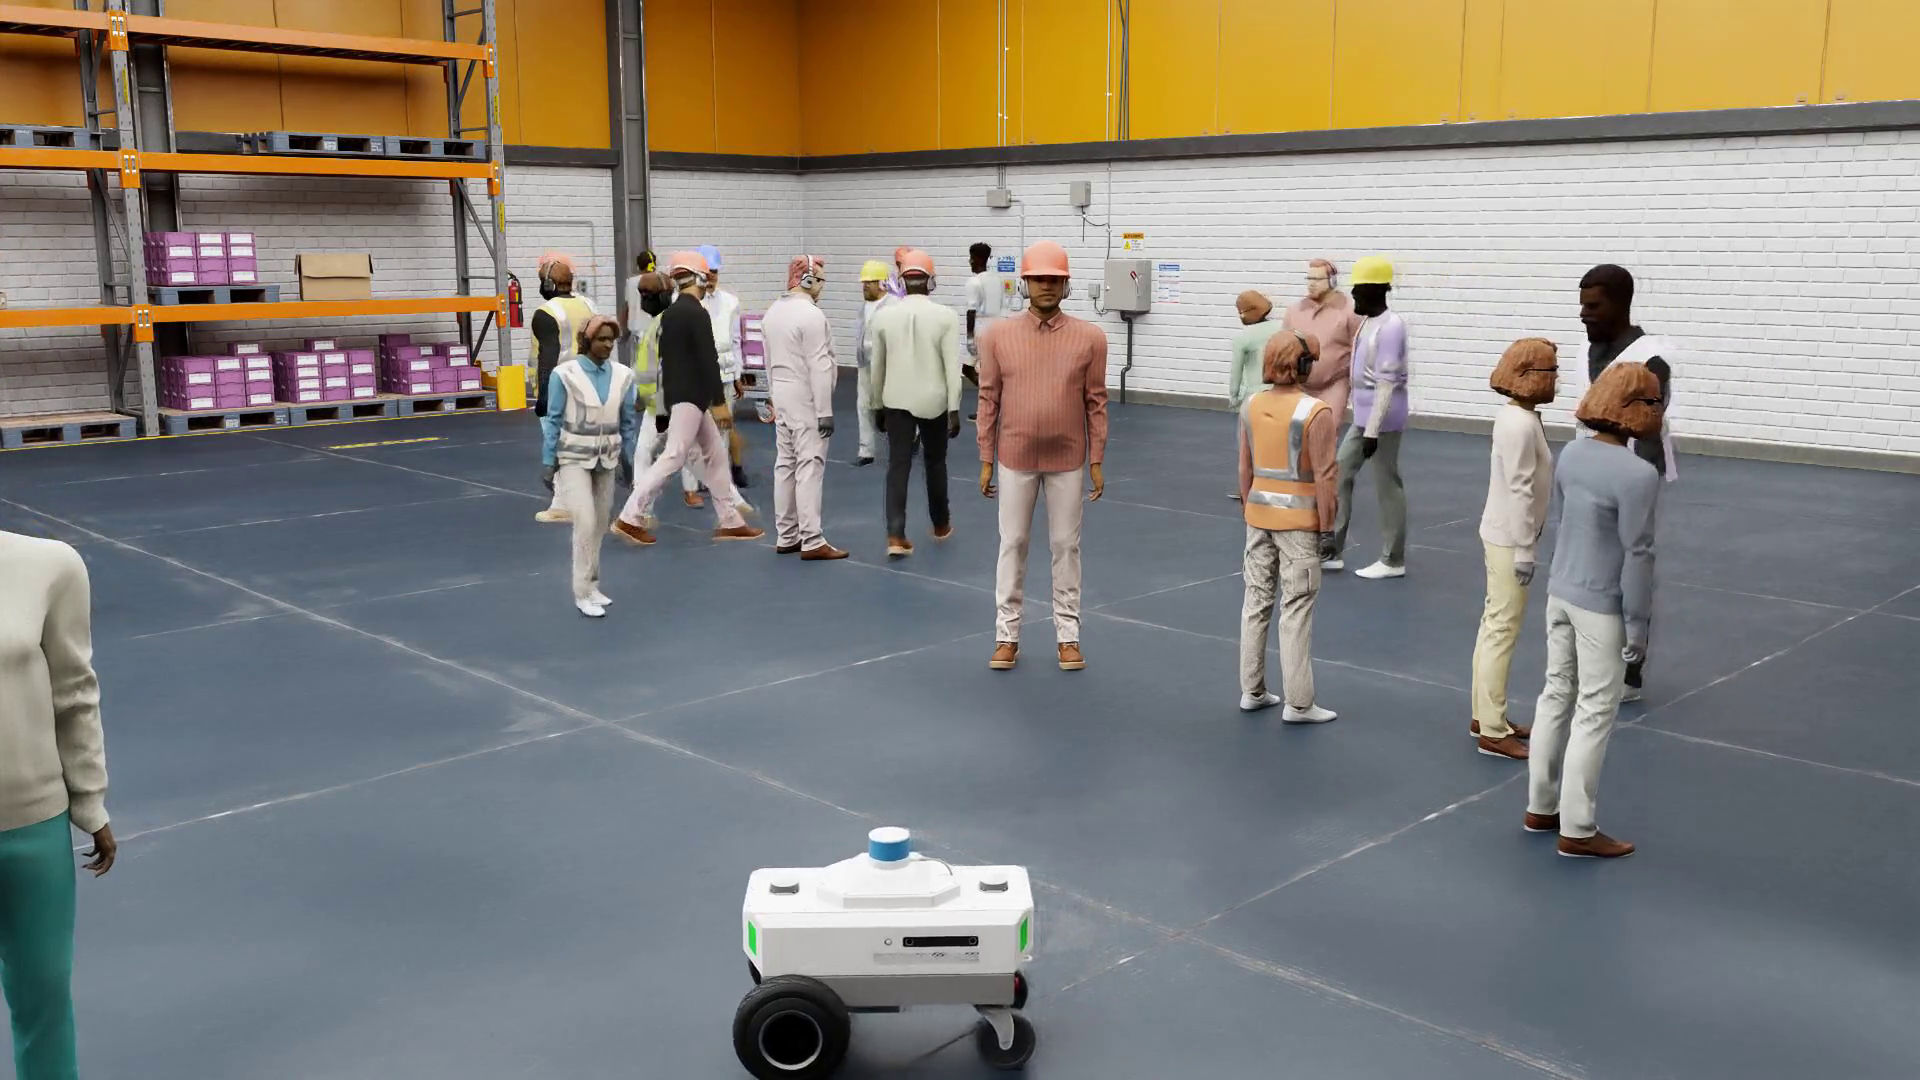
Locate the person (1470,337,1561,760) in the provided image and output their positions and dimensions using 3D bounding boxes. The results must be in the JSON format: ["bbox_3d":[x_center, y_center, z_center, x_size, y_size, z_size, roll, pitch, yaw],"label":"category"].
[{"bbox_3d":[2.177,0.027,6.506,0.279,1.634,0.497,3,11,13],"label":"person"}]

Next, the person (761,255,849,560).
[{"bbox_3d":[-0.964,-0.827,10.440,0.405,1.902,0.636,-7,13,-34],"label":"person"}]

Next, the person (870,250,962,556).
[{"bbox_3d":[-0.286,-0.882,10.681,0.625,1.934,1.041,2,11,9],"label":"person"}]

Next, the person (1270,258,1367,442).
[{"bbox_3d":[2.490,-1.041,11.727,0.682,1.852,1.004,9,14,42],"label":"person"}]

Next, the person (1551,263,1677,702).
[{"bbox_3d":[2.829,-0.229,7.169,0.440,1.897,0.626,-3,11,-16],"label":"person"}]

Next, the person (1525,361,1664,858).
[{"bbox_3d":[2.090,0.228,5.443,0.297,1.622,0.495,-2,11,-12],"label":"person"}]

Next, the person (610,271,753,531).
[{"bbox_3d":[-1.890,-0.929,11.323,0.922,1.801,0.626,-4,11,-19],"label":"person"}]

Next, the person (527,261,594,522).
[{"bbox_3d":[-2.839,-1.048,11.804,0.429,1.842,0.635,3,11,16],"label":"person"}]

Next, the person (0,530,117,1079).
[{"bbox_3d":[-1.922,0.561,3.229,0.309,1.772,0.525,10,15,44],"label":"person"}]

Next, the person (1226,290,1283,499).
[{"bbox_3d":[2.335,-1.108,12.775,0.597,1.612,0.321,-2,11,-10],"label":"person"}]

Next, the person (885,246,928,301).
[{"bbox_3d":[-0.680,-2.672,20.538,0.560,1.897,0.986,-4,11,-23],"label":"person"}]

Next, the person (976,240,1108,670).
[{"bbox_3d":[0.380,-0.384,7.755,0.615,1.997,0.373,0,10,2],"label":"person"}]

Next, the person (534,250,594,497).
[{"bbox_3d":[-2.989,-1.293,12.956,0.556,1.915,0.666,8,13,37],"label":"person"}]

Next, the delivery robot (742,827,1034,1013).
[{"bbox_3d":[-0.173,0.957,4.126,0.707,0.478,0.477,0,10,-2],"label":"delivery robot"}]

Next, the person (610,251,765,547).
[{"bbox_3d":[-1.827,-0.912,10.866,1.029,1.935,0.612,-4,11,-22],"label":"person"}]

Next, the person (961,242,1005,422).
[{"bbox_3d":[0.278,-2.218,17.872,0.488,1.949,0.611,9,14,40],"label":"person"}]

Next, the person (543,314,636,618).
[{"bbox_3d":[-1.954,-0.397,8.896,0.526,1.602,0.613,-10,15,-44],"label":"person"}]

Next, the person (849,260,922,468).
[{"bbox_3d":[-0.651,-1.538,14.568,0.600,1.811,0.701,9,14,42],"label":"person"}]

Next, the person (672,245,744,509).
[{"bbox_3d":[-1.890,-1.218,12.440,0.604,1.949,0.384,-8,13,-37],"label":"person"}]

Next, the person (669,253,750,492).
[{"bbox_3d":[-1.979,-1.320,13.170,0.487,1.885,0.706,4,11,22],"label":"person"}]

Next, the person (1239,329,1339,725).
[{"bbox_3d":[1.356,-0.052,6.920,0.307,1.641,0.513,-7,13,-35],"label":"person"}]

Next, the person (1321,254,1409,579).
[{"bbox_3d":[2.302,-0.703,9.736,0.778,1.901,0.613,-1,10,-4],"label":"person"}]

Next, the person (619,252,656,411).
[{"bbox_3d":[-3.598,-2.407,19.255,0.514,1.821,0.903,8,13,38],"label":"person"}]
